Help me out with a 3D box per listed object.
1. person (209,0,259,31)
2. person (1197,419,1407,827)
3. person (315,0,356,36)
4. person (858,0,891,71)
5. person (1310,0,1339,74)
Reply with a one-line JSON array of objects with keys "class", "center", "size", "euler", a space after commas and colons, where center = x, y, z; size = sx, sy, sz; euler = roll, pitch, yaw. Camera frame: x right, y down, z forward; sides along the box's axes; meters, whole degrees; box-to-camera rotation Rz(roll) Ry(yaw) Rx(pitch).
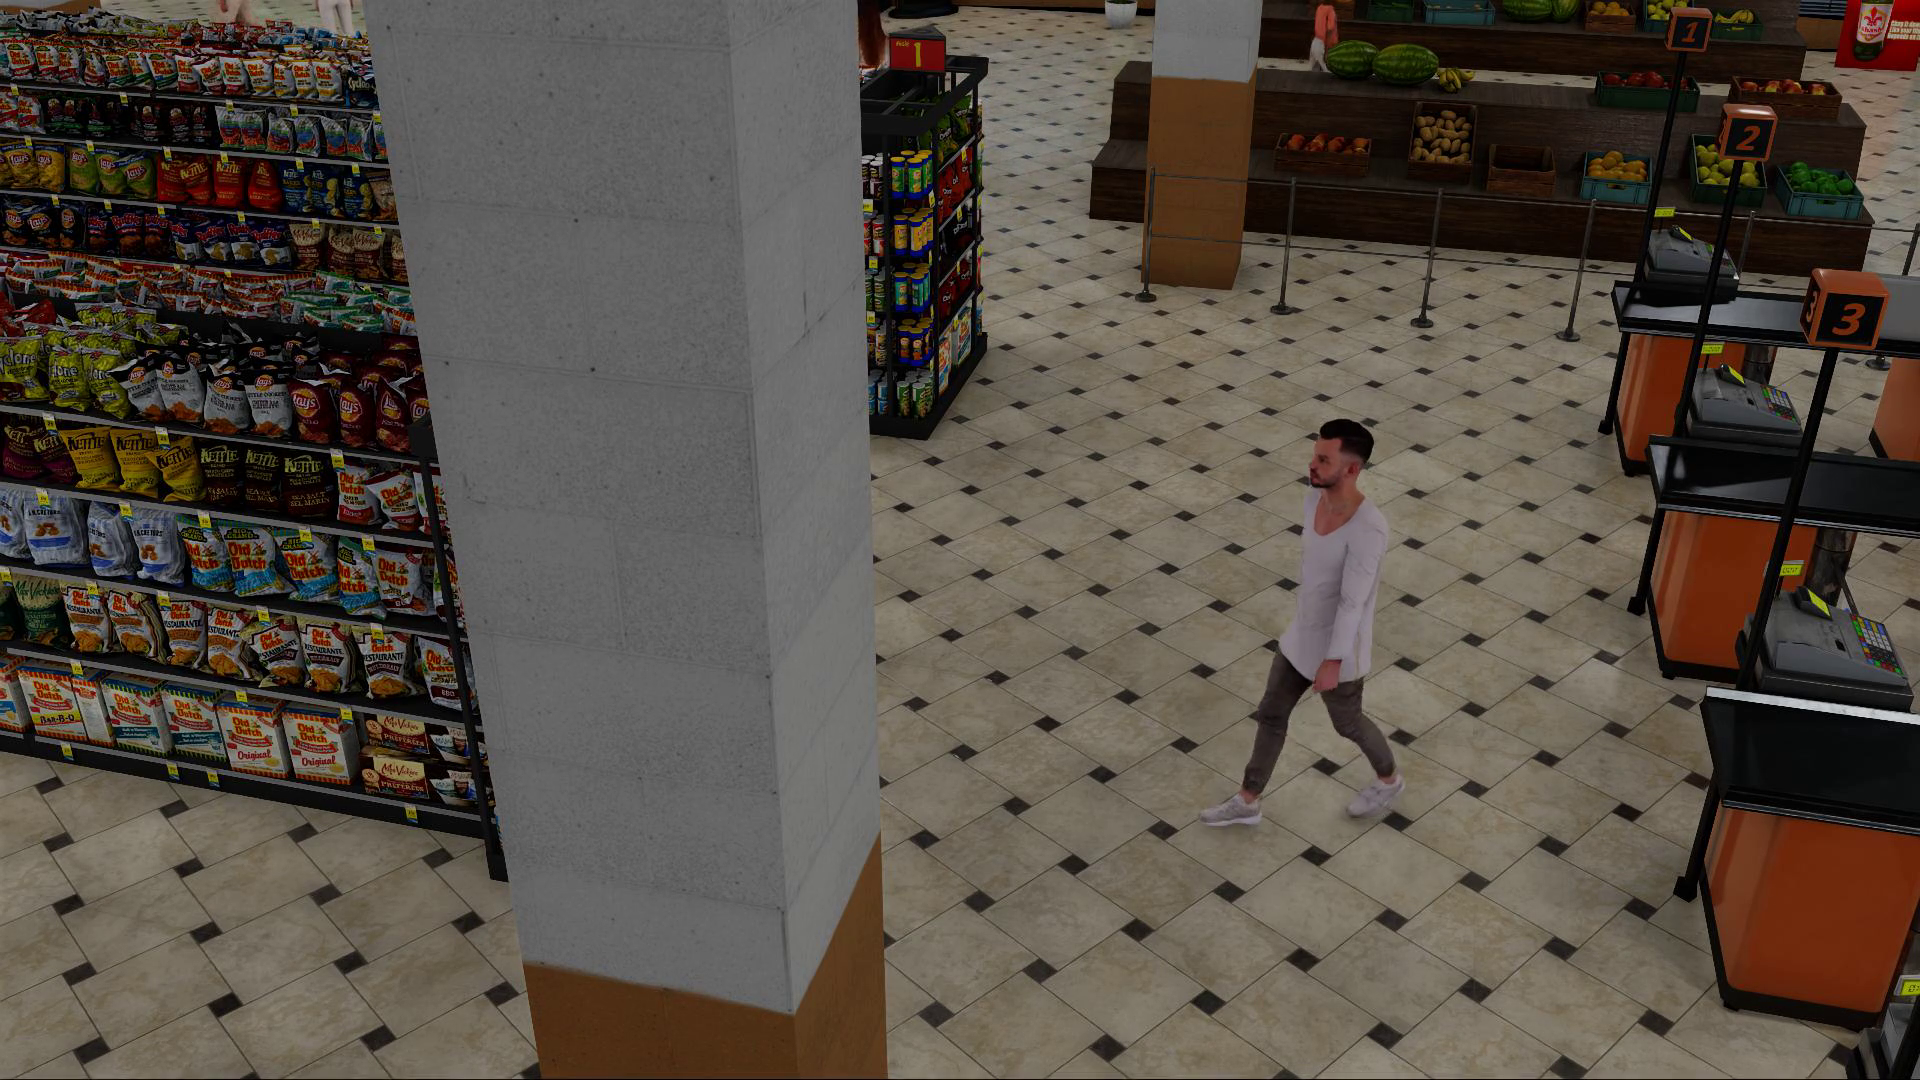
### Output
[{"class": "person", "center": [-7.754, -5.847, 17.914], "size": [1.174, 1.829, 0.817], "euler": [14, 31, 23]}, {"class": "person", "center": [1.521, 0.381, 6.532], "size": [1.241, 1.806, 1.100], "euler": [-10, 30, -18]}, {"class": "person", "center": [-6.856, -5.932, 18.205], "size": [0.669, 1.699, 0.694], "euler": [-23, 36, -35]}, {"class": "person", "center": [-0.770, -3.707, 14.128], "size": [1.073, 1.700, 1.060], "euler": [-12, 31, -21]}, {"class": "person", "center": [3.638, -5.002, 16.916], "size": [0.638, 1.301, 0.583], "euler": [-8, 30, -14]}]
